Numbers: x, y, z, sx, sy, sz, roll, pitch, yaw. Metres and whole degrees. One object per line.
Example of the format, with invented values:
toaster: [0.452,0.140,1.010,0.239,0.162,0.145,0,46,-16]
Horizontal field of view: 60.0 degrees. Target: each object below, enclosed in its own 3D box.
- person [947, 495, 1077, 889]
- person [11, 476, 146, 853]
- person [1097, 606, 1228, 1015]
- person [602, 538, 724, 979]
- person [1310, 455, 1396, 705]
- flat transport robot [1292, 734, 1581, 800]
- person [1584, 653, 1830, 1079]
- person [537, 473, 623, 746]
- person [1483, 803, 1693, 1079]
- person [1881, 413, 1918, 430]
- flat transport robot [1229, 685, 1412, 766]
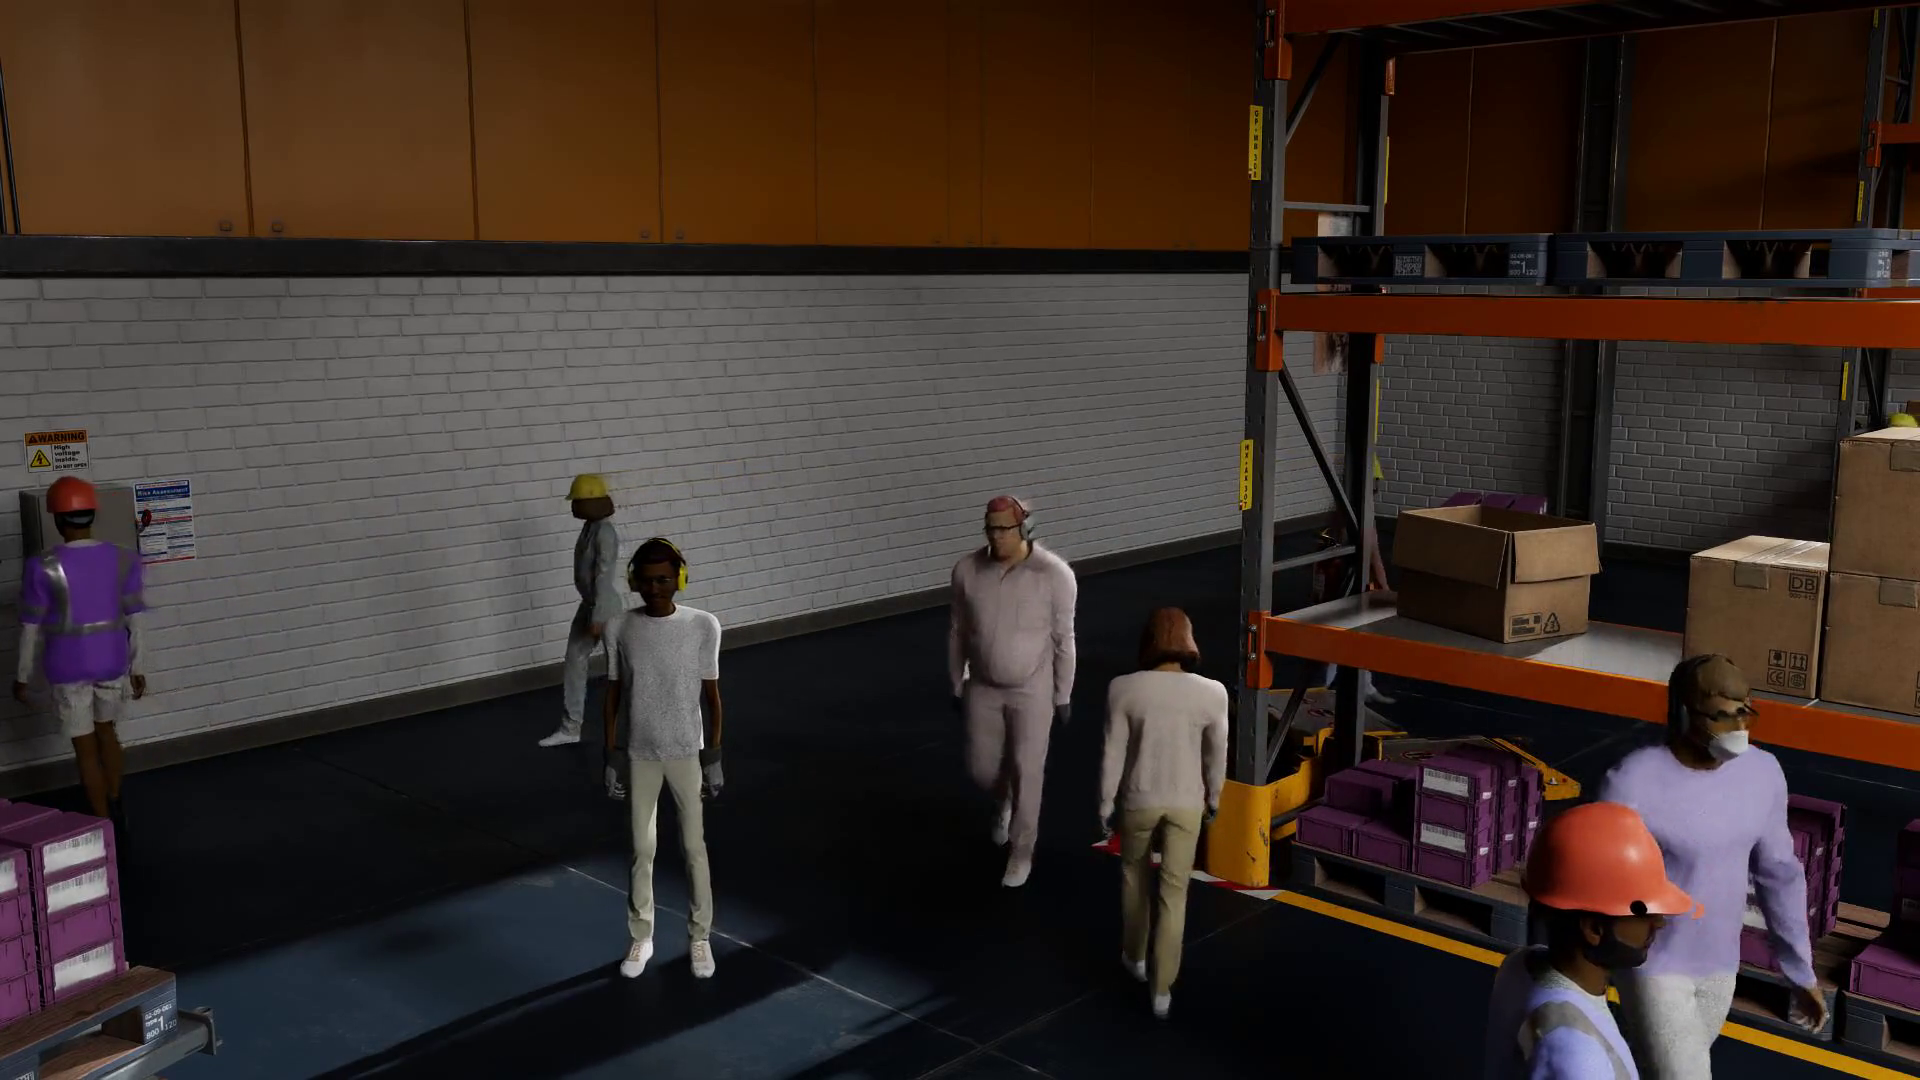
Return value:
person: [0.256,0.703,8.092,0.645,1.890,0.574,3,10,16]
person: [-4.497,0.629,8.441,0.662,1.918,0.556,7,12,37]
person: [0.817,1.056,6.740,0.517,1.610,0.652,1,9,5]
person: [-1.240,0.906,6.916,0.509,1.860,0.317,0,9,-1]
person: [2.610,0.289,11.051,0.681,1.742,0.535,-1,9,-4]
flat transport robot: [2.667,1.299,9.358,1.431,0.197,0.652,-2,9,-10]
person: [2.104,1.256,4.669,0.656,1.893,0.985,-4,10,-24]
person: [-2.187,0.422,10.360,0.864,1.707,0.486,-6,11,-32]
person: [1.201,1.456,3.295,0.361,1.939,0.543,1,9,7]
person: [7.439,-0.052,12.825,0.987,1.862,0.583,3,10,20]
flat transport robot: [2.218,1.143,10.315,0.652,0.197,1.431,-2,9,-10]
